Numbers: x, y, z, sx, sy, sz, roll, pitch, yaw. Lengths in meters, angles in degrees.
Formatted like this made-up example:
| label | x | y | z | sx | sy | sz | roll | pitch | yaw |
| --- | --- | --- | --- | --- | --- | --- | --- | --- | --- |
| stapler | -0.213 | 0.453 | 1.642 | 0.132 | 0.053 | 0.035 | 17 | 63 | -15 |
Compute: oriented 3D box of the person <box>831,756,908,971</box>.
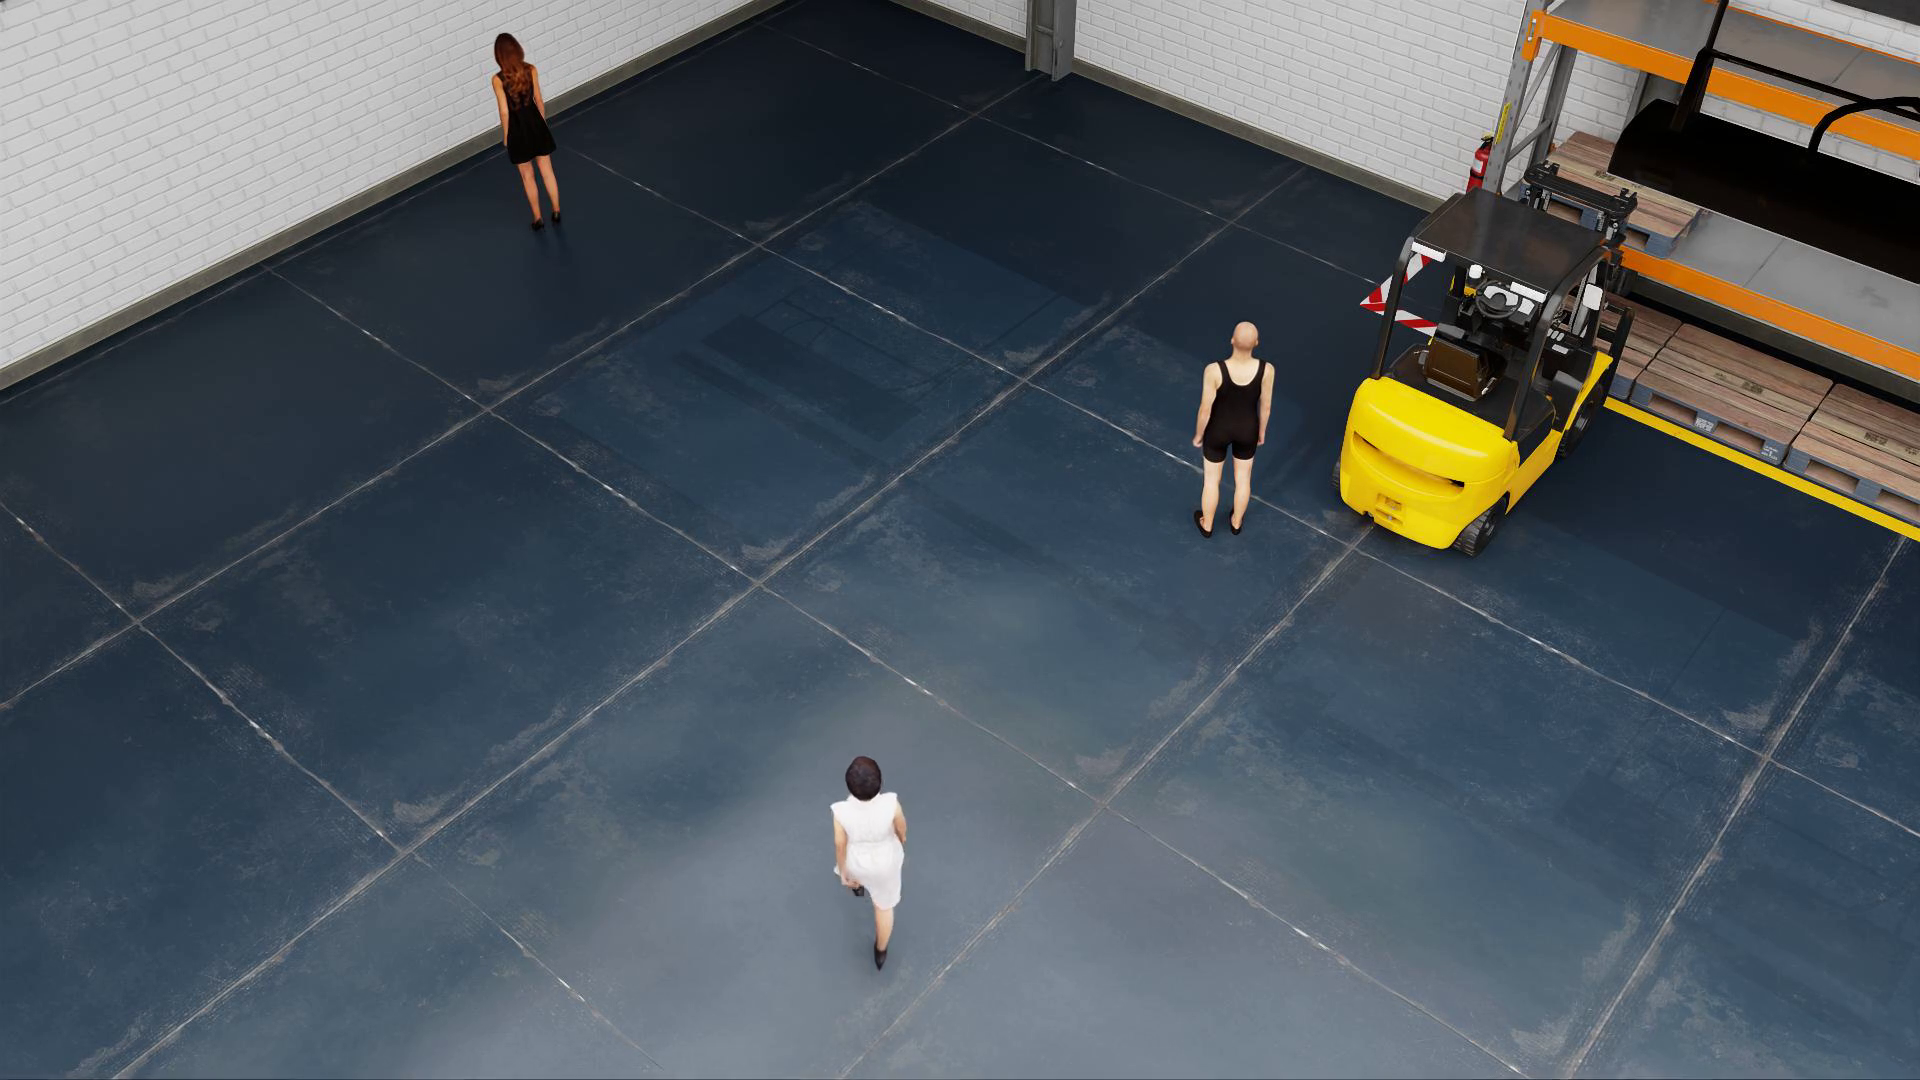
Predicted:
| label | x | y | z | sx | sy | sz | roll | pitch | yaw |
| --- | --- | --- | --- | --- | --- | --- | --- | --- | --- |
| person | -0.470 | 1.787 | 8.997 | 0.922 | 1.525 | 0.977 | -2 | 44 | -2 |

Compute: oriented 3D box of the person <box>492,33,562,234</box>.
| label | x | y | z | sx | sy | sz | roll | pitch | yaw |
| --- | --- | --- | --- | --- | --- | --- | --- | --- | --- |
| person | -3.731 | -3.488 | 14.310 | 0.632 | 1.834 | 0.603 | -27 | 50 | -25 |

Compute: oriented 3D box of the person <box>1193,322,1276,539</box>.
| label | x | y | z | sx | sy | sz | roll | pitch | yaw |
| --- | --- | --- | --- | --- | --- | --- | --- | --- | --- |
| person | 1.870 | -0.742 | 11.441 | 0.690 | 1.816 | 0.756 | -3 | 44 | -3 |
